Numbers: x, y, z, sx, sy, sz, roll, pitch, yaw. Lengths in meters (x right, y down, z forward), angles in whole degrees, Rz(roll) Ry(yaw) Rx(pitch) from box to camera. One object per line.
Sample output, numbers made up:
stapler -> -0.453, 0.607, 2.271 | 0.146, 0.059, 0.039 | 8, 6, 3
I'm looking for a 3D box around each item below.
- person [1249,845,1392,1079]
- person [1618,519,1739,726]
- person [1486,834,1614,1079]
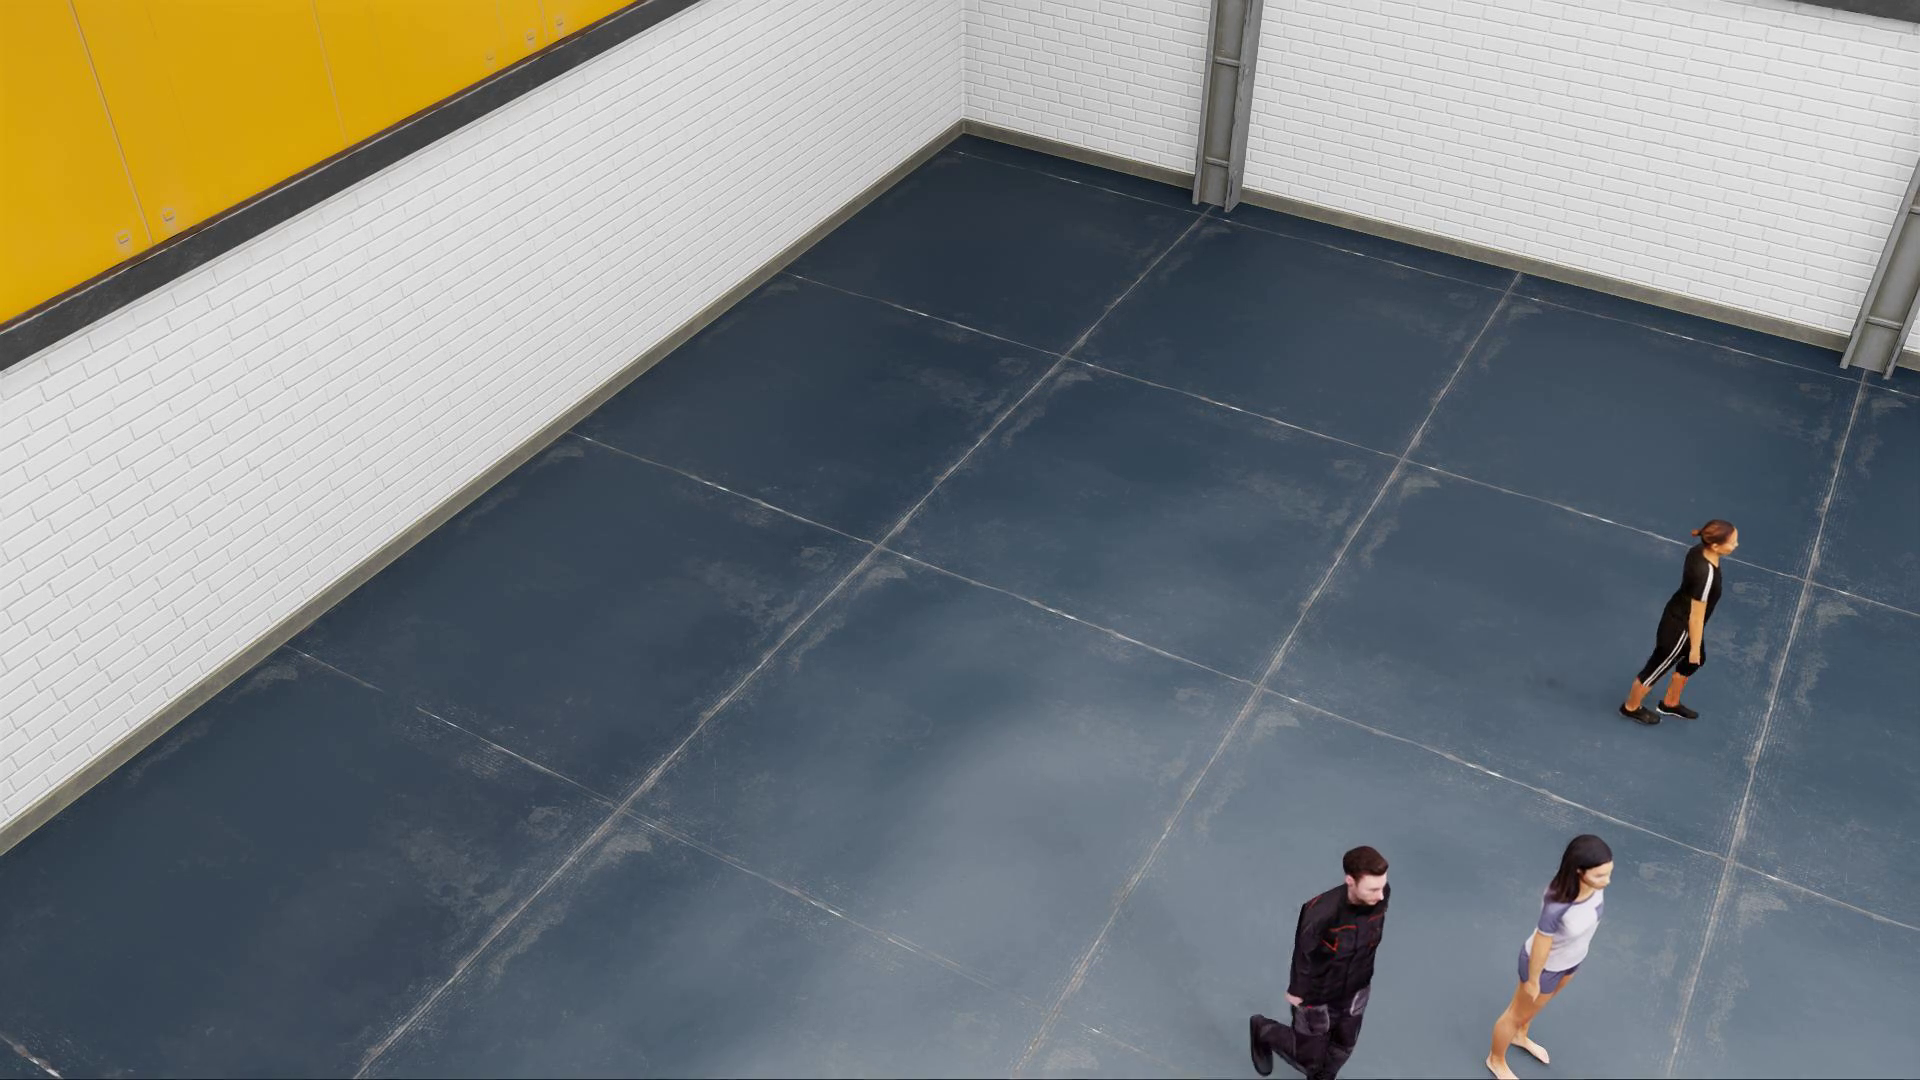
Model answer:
person -> 1.762, 2.126, 8.148 | 0.925, 1.896, 1.026 | -19, 42, -22
person -> 4.420, 0.508, 10.366 | 0.734, 1.656, 0.651 | 15, 41, 18
person -> 2.968, 2.090, 8.325 | 0.645, 1.733, 0.617 | -28, 46, -30
